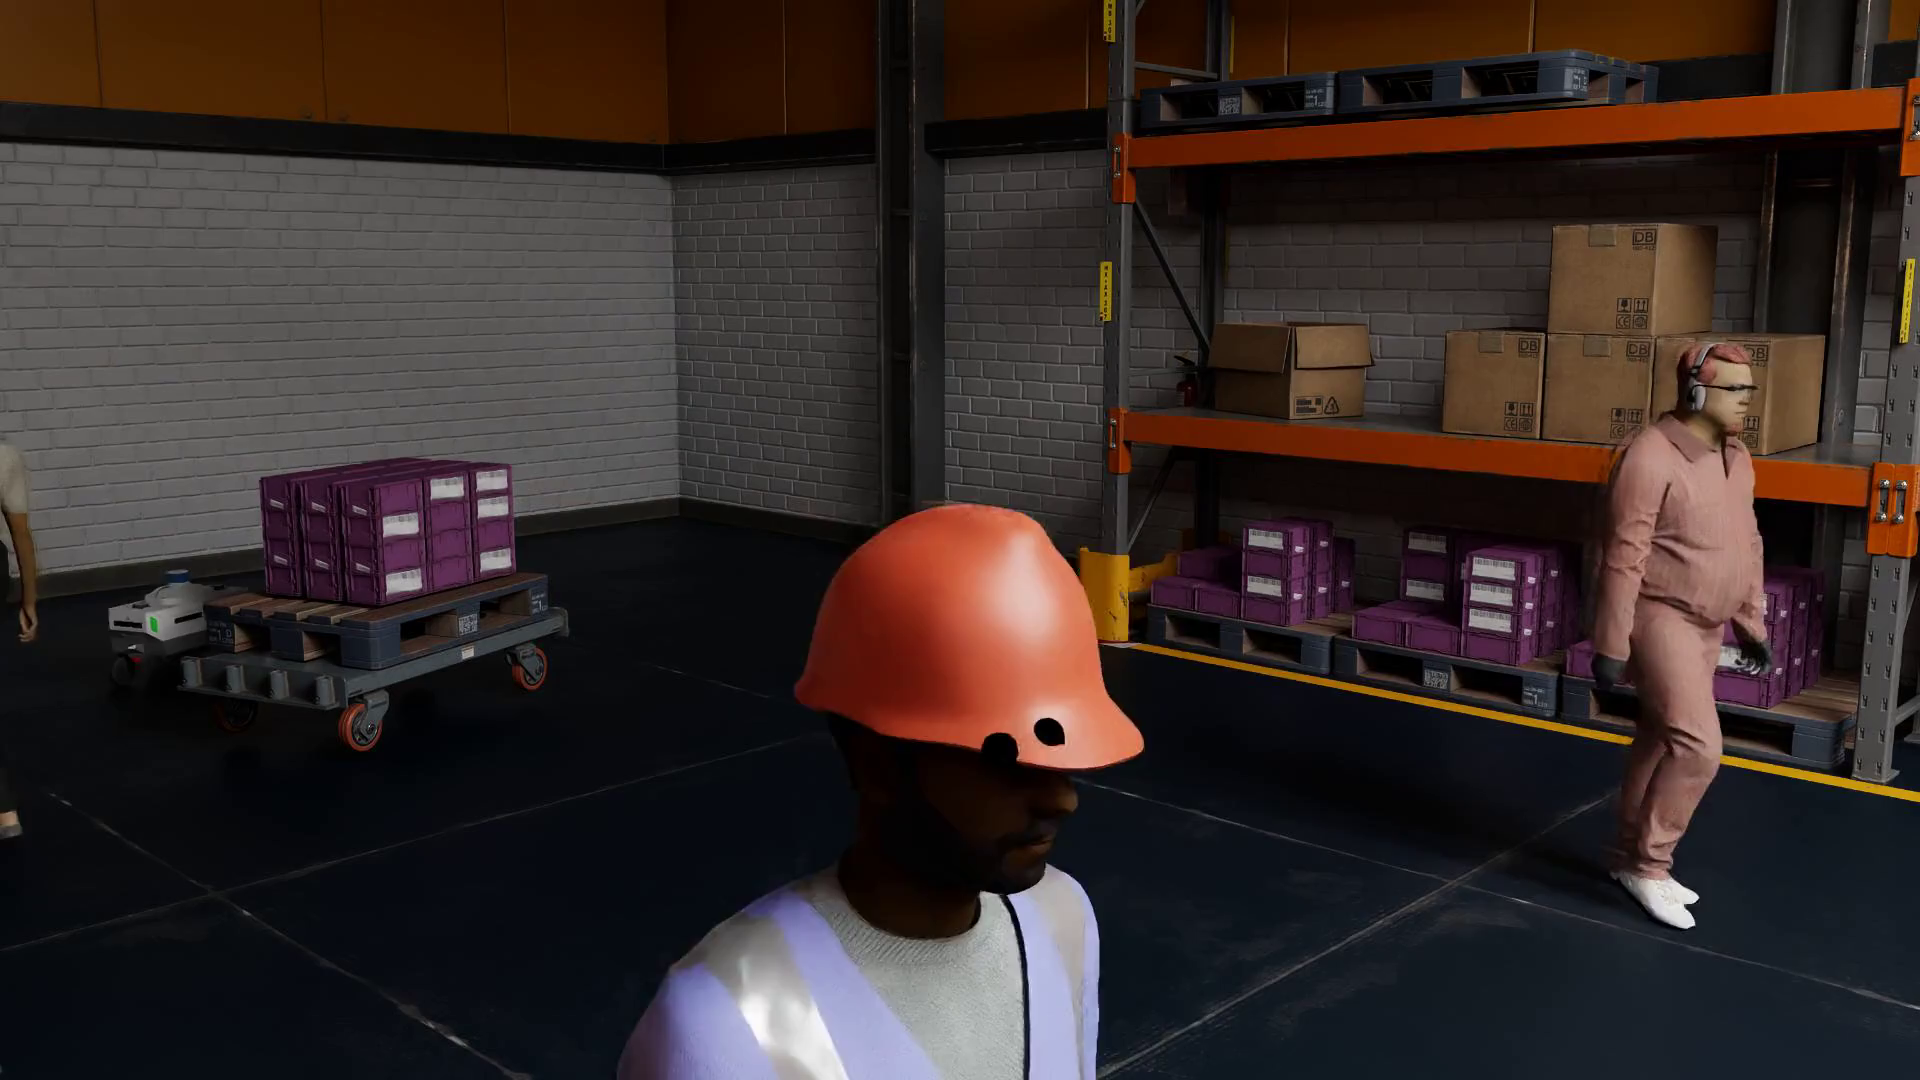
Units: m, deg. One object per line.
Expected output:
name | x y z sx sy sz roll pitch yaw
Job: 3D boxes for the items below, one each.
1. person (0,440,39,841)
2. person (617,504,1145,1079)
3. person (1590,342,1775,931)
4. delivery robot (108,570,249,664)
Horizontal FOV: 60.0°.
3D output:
person | -3.761 0.215 6.260 0.953 1.802 0.511 7 12 37
person | -0.069 0.917 1.549 0.506 1.926 0.574 8 12 40
person | 2.377 0.306 5.413 0.665 1.887 0.563 -8 12 -41
delivery robot | -4.041 0.398 8.629 0.477 0.478 0.707 3 10 19
